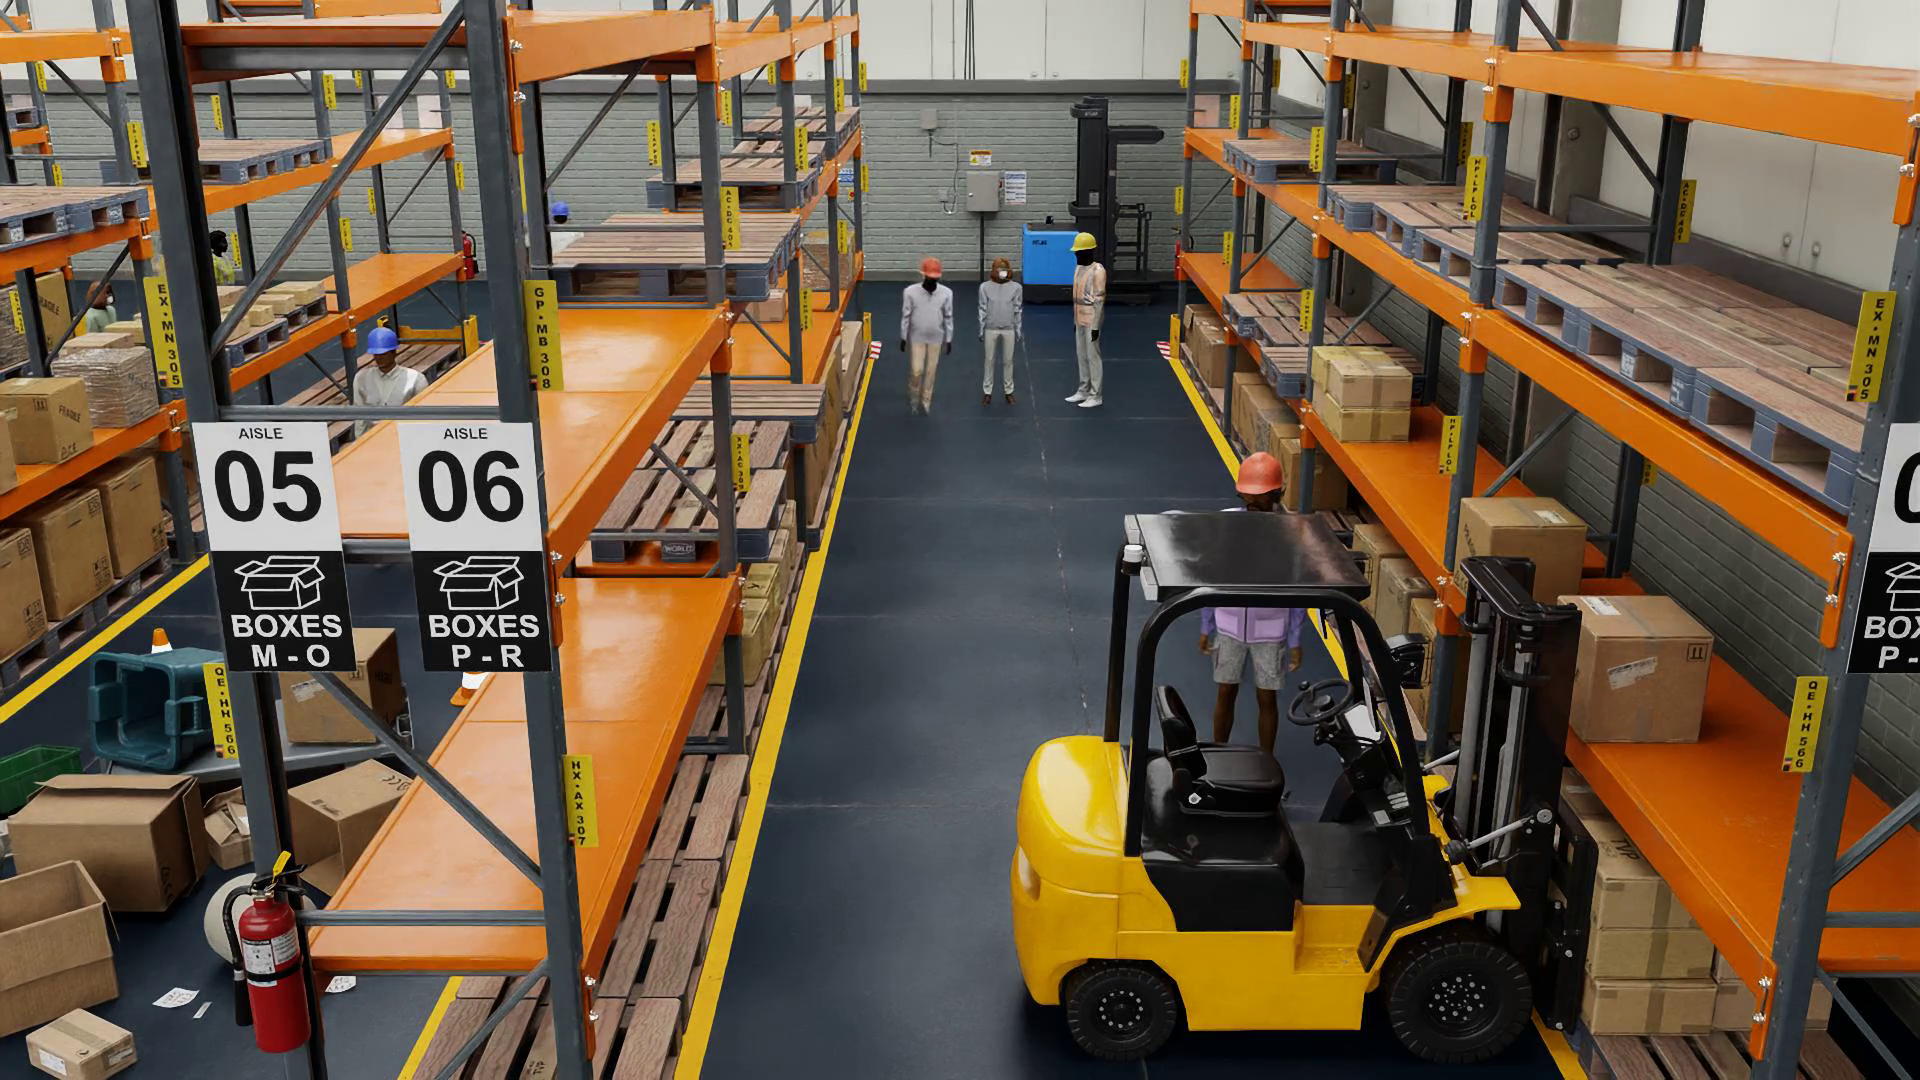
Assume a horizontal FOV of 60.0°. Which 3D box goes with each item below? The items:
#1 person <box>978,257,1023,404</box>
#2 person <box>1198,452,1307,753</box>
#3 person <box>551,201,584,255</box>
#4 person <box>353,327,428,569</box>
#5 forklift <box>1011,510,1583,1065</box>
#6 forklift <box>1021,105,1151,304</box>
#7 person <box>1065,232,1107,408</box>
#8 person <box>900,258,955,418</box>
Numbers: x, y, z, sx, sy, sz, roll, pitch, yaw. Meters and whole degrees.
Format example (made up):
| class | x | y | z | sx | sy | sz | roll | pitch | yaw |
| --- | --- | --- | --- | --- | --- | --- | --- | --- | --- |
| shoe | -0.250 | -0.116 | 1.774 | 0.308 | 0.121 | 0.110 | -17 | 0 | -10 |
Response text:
| class | x | y | z | sx | sy | sz | roll | pitch | yaw |
| --- | --- | --- | --- | --- | --- | --- | --- | --- | --- |
| person | 0.446 | -2.323 | 18.465 | 0.500 | 1.636 | 0.279 | -1 | 18 | -3 |
| person | 1.629 | 0.497 | 9.301 | 0.605 | 2.045 | 0.379 | 7 | 20 | 21 |
| person | -4.937 | -3.255 | 20.804 | 0.620 | 1.945 | 0.403 | -5 | 19 | -15 |
| person | -4.458 | -0.720 | 13.129 | 0.606 | 1.948 | 0.391 | -1 | 18 | -2 |
| forklift | 1.387 | 1.055 | 7.378 | 2.313 | 2.155 | 1.214 | 0 | 18 | 0 |
| forklift | 1.857 | -4.944 | 24.441 | 1.873 | 2.768 | 1.129 | 0 | 18 | 0 |
| person | 1.386 | -2.424 | 18.336 | 0.387 | 1.919 | 0.579 | -8 | 20 | -23 |
| person | -0.338 | -2.167 | 17.842 | 0.572 | 1.723 | 0.511 | -5 | 19 | -14 |
